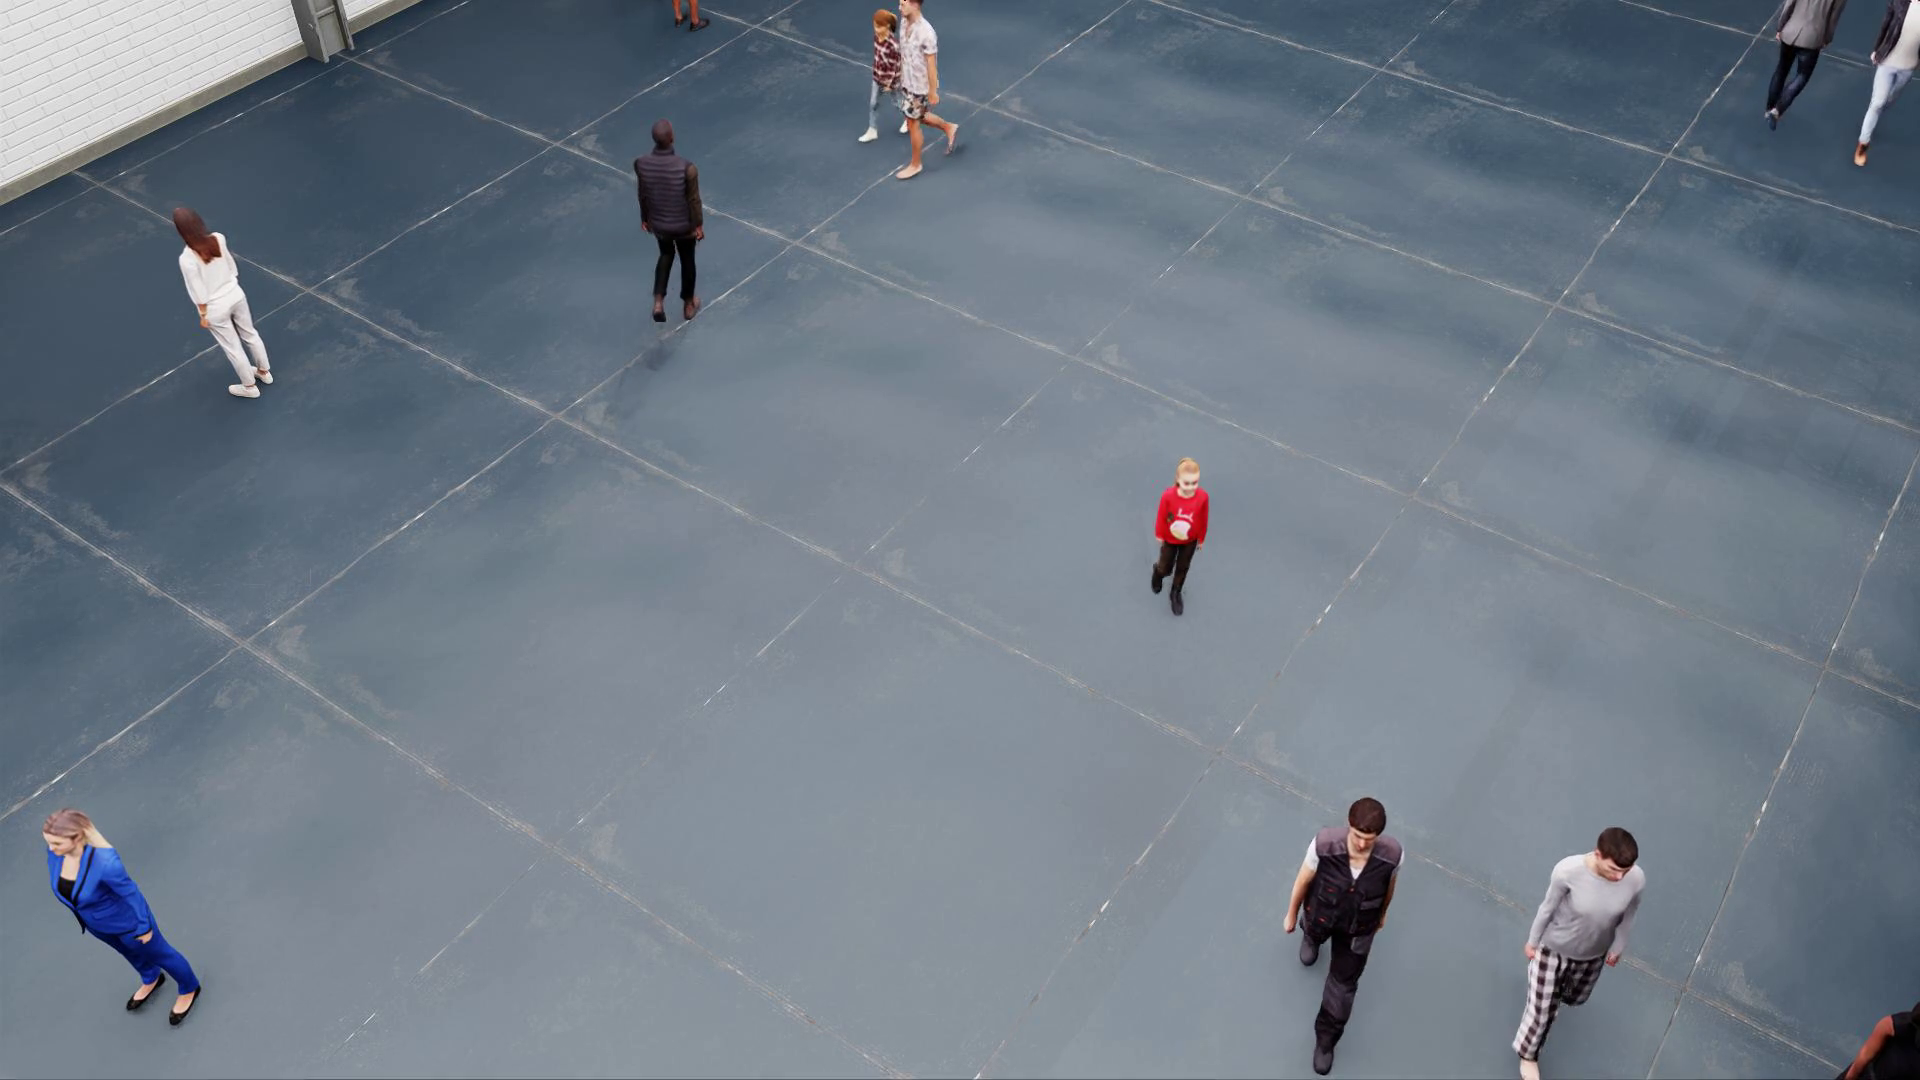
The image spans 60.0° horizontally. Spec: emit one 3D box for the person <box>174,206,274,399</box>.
[{"bbox_3d":[-5.713,-1.846,12.873,0.699,1.688,0.540,16,46,16],"label":"person"}]

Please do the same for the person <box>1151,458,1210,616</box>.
[{"bbox_3d":[1.487,-0.069,11.306,0.644,1.276,0.709,-3,44,-3],"label":"person"}]

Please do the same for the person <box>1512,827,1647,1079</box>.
[{"bbox_3d":[3.199,2.043,8.688,0.927,1.829,1.073,3,44,3],"label":"person"}]

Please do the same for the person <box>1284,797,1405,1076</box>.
[{"bbox_3d":[2.019,1.907,8.847,0.994,1.808,1.290,9,44,9],"label":"person"}]

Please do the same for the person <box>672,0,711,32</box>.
[{"bbox_3d":[-2.937,-6.224,17.428,0.621,1.744,0.559,19,47,19],"label":"person"}]

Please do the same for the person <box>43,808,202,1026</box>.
[{"bbox_3d":[-4.479,1.981,8.847,0.680,1.700,0.633,14,45,14],"label":"person"}]

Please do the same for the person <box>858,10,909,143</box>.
[{"bbox_3d":[-0.645,-4.451,15.896,0.917,1.291,0.632,-33,53,-30],"label":"person"}]

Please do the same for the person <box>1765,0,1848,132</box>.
[{"bbox_3d":[7.995,-4.768,15.823,0.745,1.850,1.020,31,52,28],"label":"person"}]

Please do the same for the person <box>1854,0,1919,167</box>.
[{"bbox_3d":[8.791,-4.504,15.571,0.899,1.815,1.209,12,45,13],"label":"person"}]

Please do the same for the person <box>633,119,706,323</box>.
[{"bbox_3d":[-2.353,-2.508,13.472,0.876,1.820,0.990,8,44,9],"label":"person"}]

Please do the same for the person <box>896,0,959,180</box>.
[{"bbox_3d":[-0.302,-4.247,15.322,1.110,1.787,0.937,-22,48,-22],"label":"person"}]
